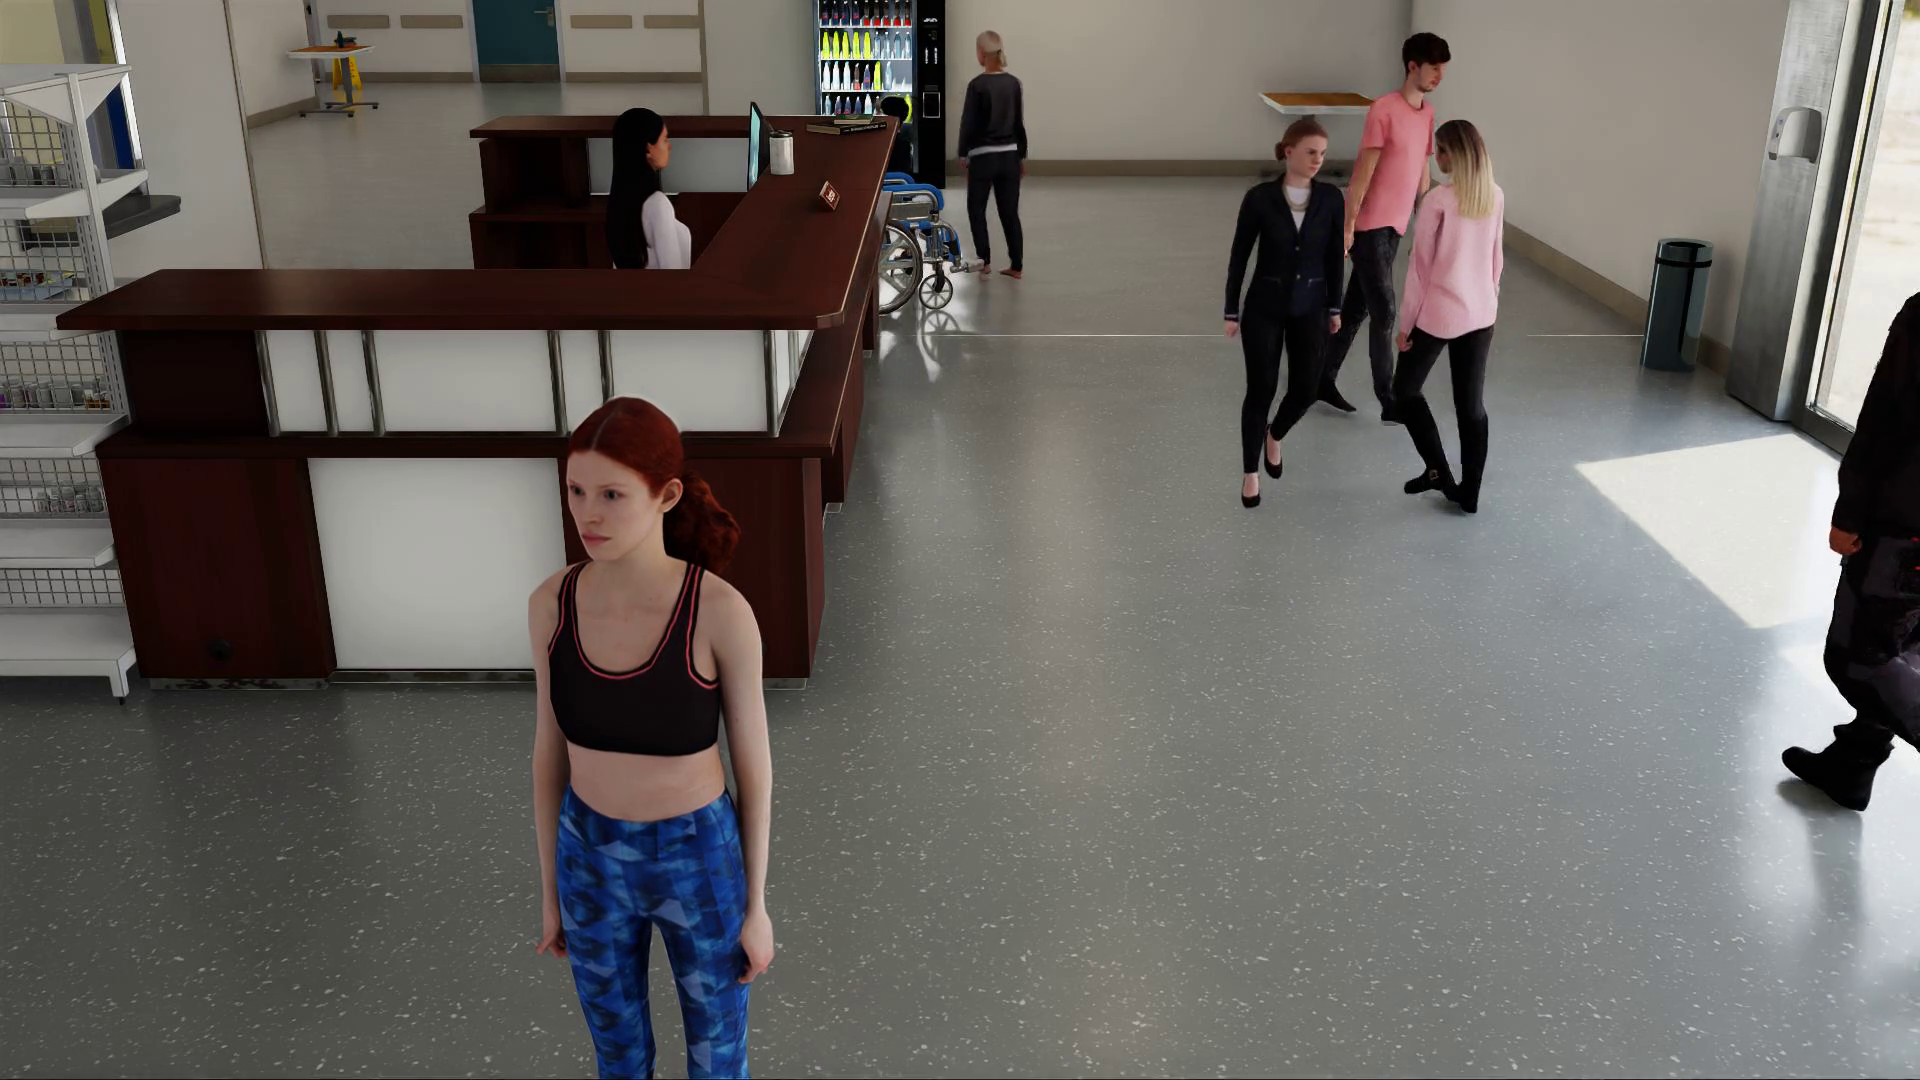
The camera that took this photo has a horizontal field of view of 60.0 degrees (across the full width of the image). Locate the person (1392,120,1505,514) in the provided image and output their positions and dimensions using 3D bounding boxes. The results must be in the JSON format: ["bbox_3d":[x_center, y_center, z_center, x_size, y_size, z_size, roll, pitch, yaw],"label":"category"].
[{"bbox_3d":[2.132,-0.911,7.075,0.724,1.660,0.863,-7,22,-17],"label":"person"}]

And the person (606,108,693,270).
[{"bbox_3d":[-1.189,-0.739,6.413,0.725,1.808,0.691,-15,26,-35],"label":"person"}]

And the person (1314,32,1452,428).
[{"bbox_3d":[2.029,-1.566,8.441,1.066,1.917,1.136,-17,27,-38],"label":"person"}]

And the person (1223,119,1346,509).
[{"bbox_3d":[1.407,-0.977,7.226,0.586,1.677,0.710,1,21,3],"label":"person"}]

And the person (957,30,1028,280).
[{"bbox_3d":[0.240,-2.657,11.620,0.702,1.706,0.802,-6,22,-16],"label":"person"}]

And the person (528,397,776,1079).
[{"bbox_3d":[-0.515,0.625,2.845,0.576,1.785,0.691,5,21,12],"label":"person"}]

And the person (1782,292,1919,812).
[{"bbox_3d":[2.642,-0.056,4.441,1.097,1.928,1.022,-8,22,-21],"label":"person"}]
